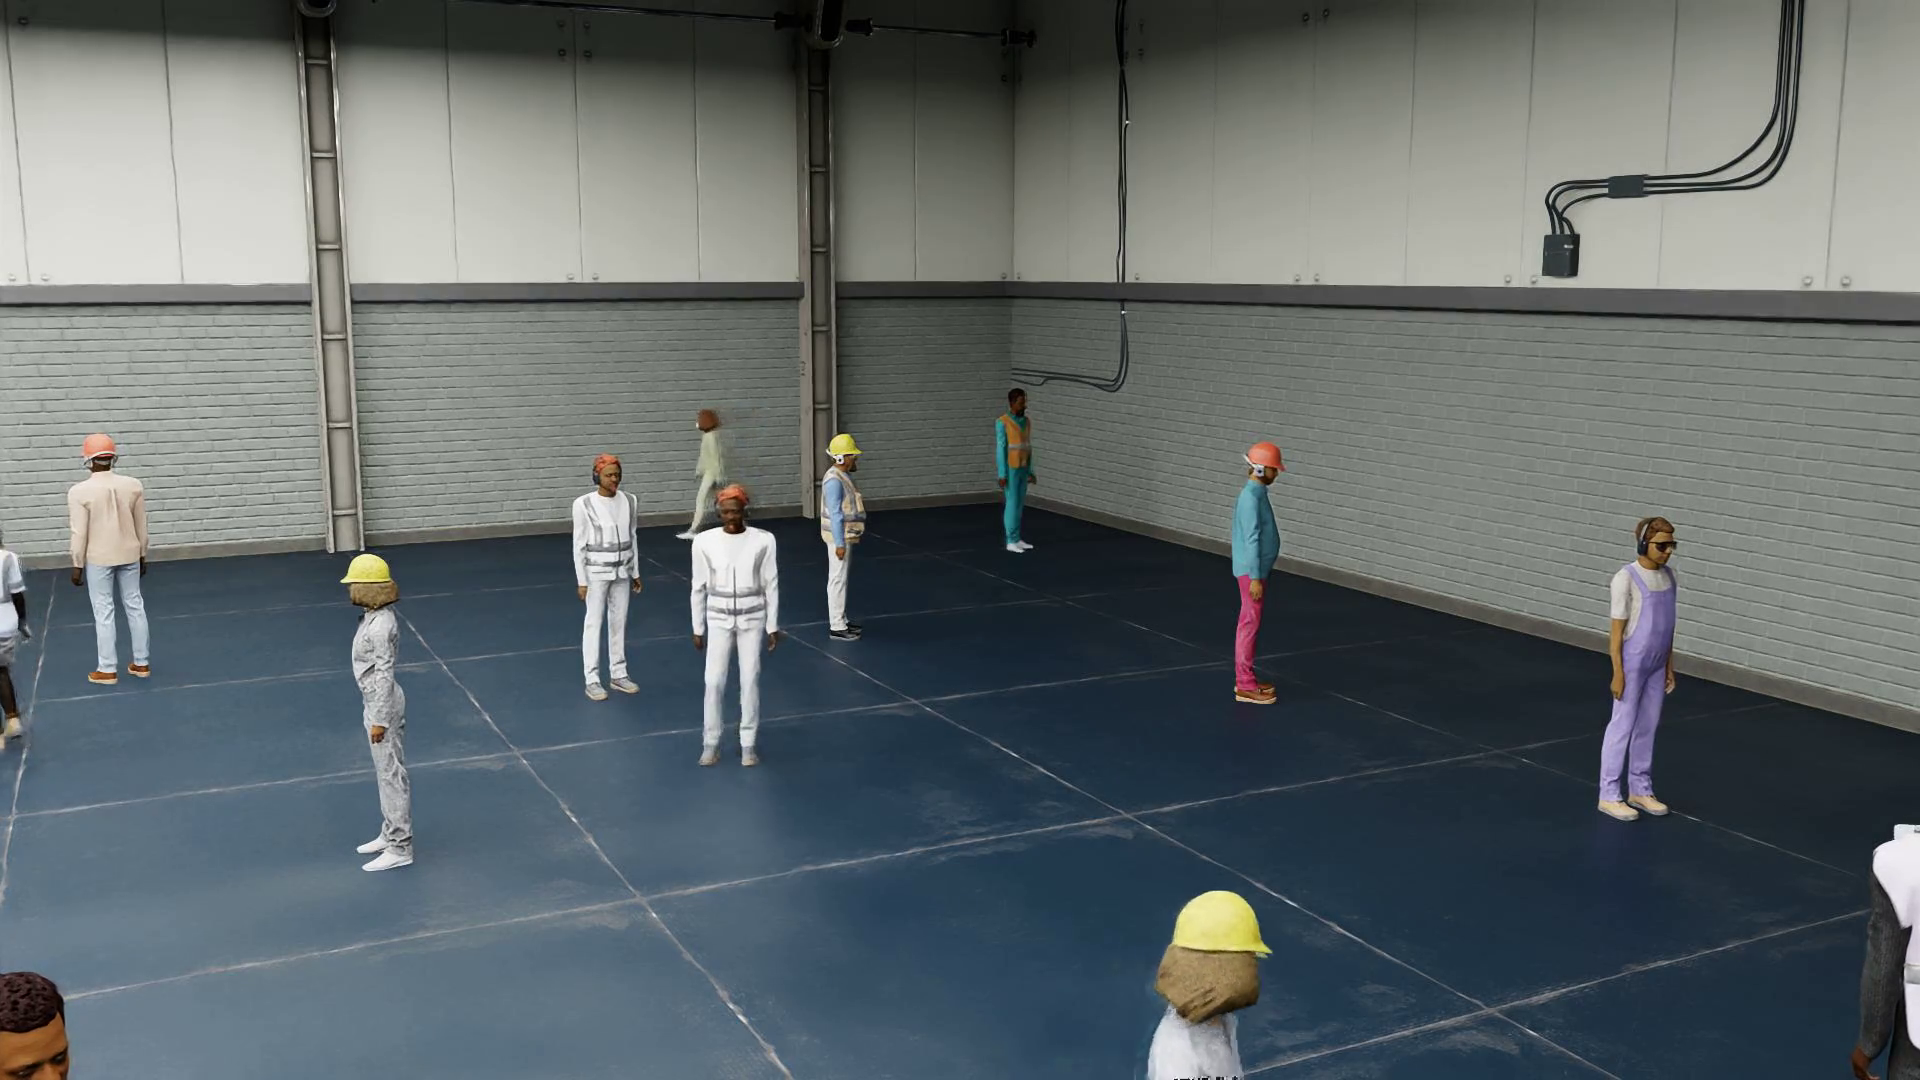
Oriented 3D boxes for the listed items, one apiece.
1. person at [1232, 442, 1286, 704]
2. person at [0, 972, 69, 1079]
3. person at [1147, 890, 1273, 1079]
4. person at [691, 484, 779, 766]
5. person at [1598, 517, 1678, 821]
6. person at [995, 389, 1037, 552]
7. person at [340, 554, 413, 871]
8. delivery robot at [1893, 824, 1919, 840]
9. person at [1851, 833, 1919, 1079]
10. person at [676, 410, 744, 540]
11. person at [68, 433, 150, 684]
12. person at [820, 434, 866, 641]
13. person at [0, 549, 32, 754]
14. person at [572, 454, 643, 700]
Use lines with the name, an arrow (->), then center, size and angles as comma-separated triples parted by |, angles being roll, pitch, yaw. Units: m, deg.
person -> 2.268, 0.241, 12.706 | 0.387, 1.989, 0.608 | 2, 9, 10
person -> -1.873, 1.788, 3.386 | 0.392, 1.920, 0.587 | 4, 10, 25
person -> 0.573, 1.747, 4.278 | 0.471, 1.709, 0.516 | 2, 9, 13
person -> -1.491, 0.568, 11.042 | 0.583, 1.882, 0.390 | -1, 9, -6
person -> 4.081, 0.764, 9.966 | 0.501, 1.838, 0.341 | -5, 11, -29
person -> 0.674, -0.815, 19.504 | 0.428, 1.908, 0.652 | 7, 12, 37
person -> -3.213, 0.939, 9.161 | 0.297, 1.744, 0.487 | -4, 10, -23
delivery robot -> 5.157, 1.601, 8.431 | 0.707, 0.478, 0.477 | 2, 9, 12
person -> 3.030, 1.519, 5.048 | 0.593, 1.919, 0.391 | 1, 9, 9
person -> -3.024, -0.802, 20.359 | 0.862, 1.591, 0.500 | -2, 9, -11
person -> -6.777, 0.148, 13.256 | 0.378, 1.996, 0.610 | 7, 11, 35
person -> -1.038, -0.030, 14.850 | 0.403, 1.835, 0.588 | 0, 9, 2
person -> -6.661, 0.620, 11.322 | 0.454, 1.667, 0.564 | 8, 12, 39
person -> -2.706, 0.275, 12.819 | 0.354, 1.881, 0.576 | 9, 13, 43
